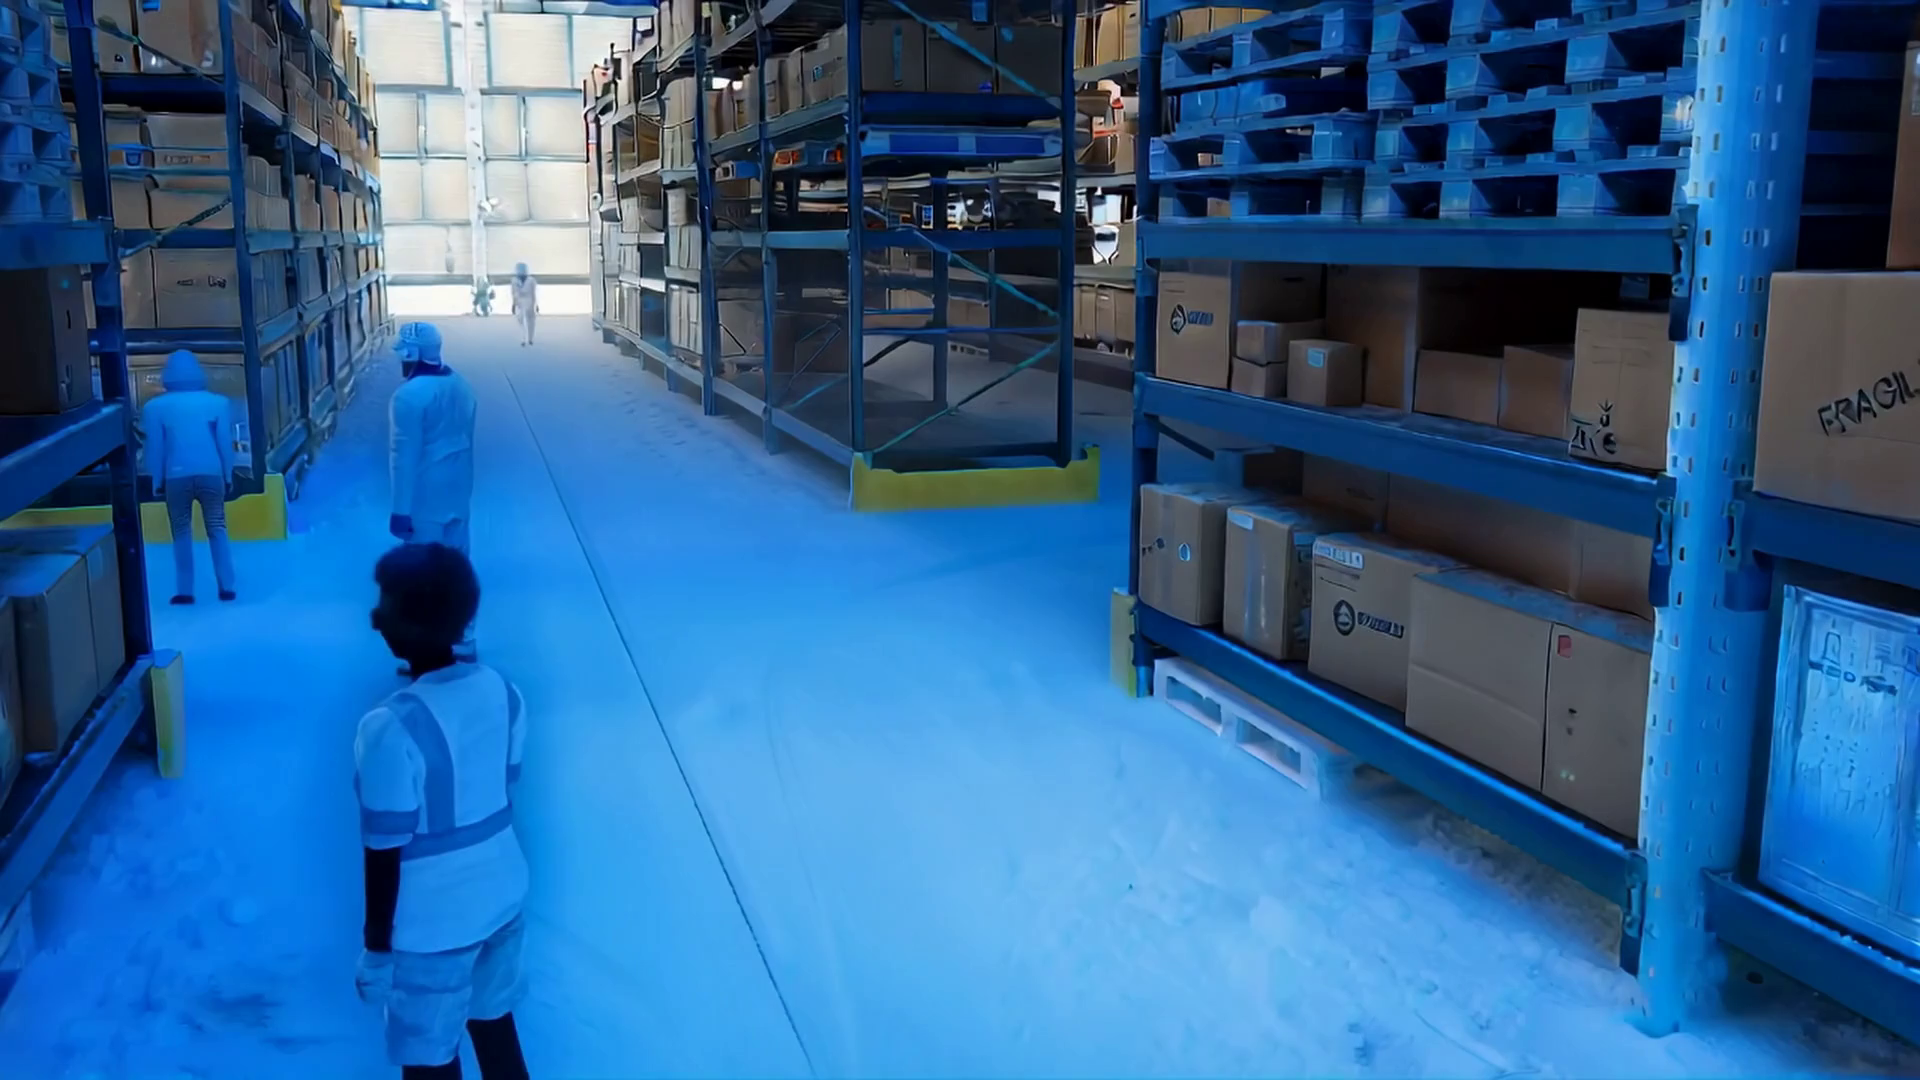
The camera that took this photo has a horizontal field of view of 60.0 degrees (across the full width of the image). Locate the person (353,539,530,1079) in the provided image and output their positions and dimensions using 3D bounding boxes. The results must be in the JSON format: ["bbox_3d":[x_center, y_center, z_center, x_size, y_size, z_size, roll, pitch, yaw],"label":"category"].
[{"bbox_3d":[-1.151,0.840,3.741,0.319,1.690,0.535,3,11,16],"label":"person"}]

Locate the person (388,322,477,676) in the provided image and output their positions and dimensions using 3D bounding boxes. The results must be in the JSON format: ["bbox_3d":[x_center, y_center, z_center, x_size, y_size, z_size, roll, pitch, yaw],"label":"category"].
[{"bbox_3d":[-2.860,-0.219,8.973,0.400,1.902,0.641,3,11,14],"label":"person"}]

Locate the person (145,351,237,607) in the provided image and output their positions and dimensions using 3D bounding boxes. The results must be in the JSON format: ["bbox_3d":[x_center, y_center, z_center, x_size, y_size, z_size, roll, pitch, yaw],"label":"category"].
[{"bbox_3d":[-4.890,-0.387,10.612,0.507,1.631,0.266,-7,12,-32],"label":"person"}]

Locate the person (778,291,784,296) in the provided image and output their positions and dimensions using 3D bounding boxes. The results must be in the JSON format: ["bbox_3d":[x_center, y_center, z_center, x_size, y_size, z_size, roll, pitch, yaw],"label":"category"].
[{"bbox_3d":[-3.944,-5.370,37.121,0.638,1.922,0.650,-6,12,-28],"label":"person"}]

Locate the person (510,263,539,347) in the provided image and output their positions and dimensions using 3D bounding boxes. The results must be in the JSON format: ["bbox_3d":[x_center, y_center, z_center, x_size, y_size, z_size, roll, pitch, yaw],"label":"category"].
[{"bbox_3d":[-9.367,-5.061,35.780,0.595,1.806,0.804,-3,11,-15],"label":"person"}]
